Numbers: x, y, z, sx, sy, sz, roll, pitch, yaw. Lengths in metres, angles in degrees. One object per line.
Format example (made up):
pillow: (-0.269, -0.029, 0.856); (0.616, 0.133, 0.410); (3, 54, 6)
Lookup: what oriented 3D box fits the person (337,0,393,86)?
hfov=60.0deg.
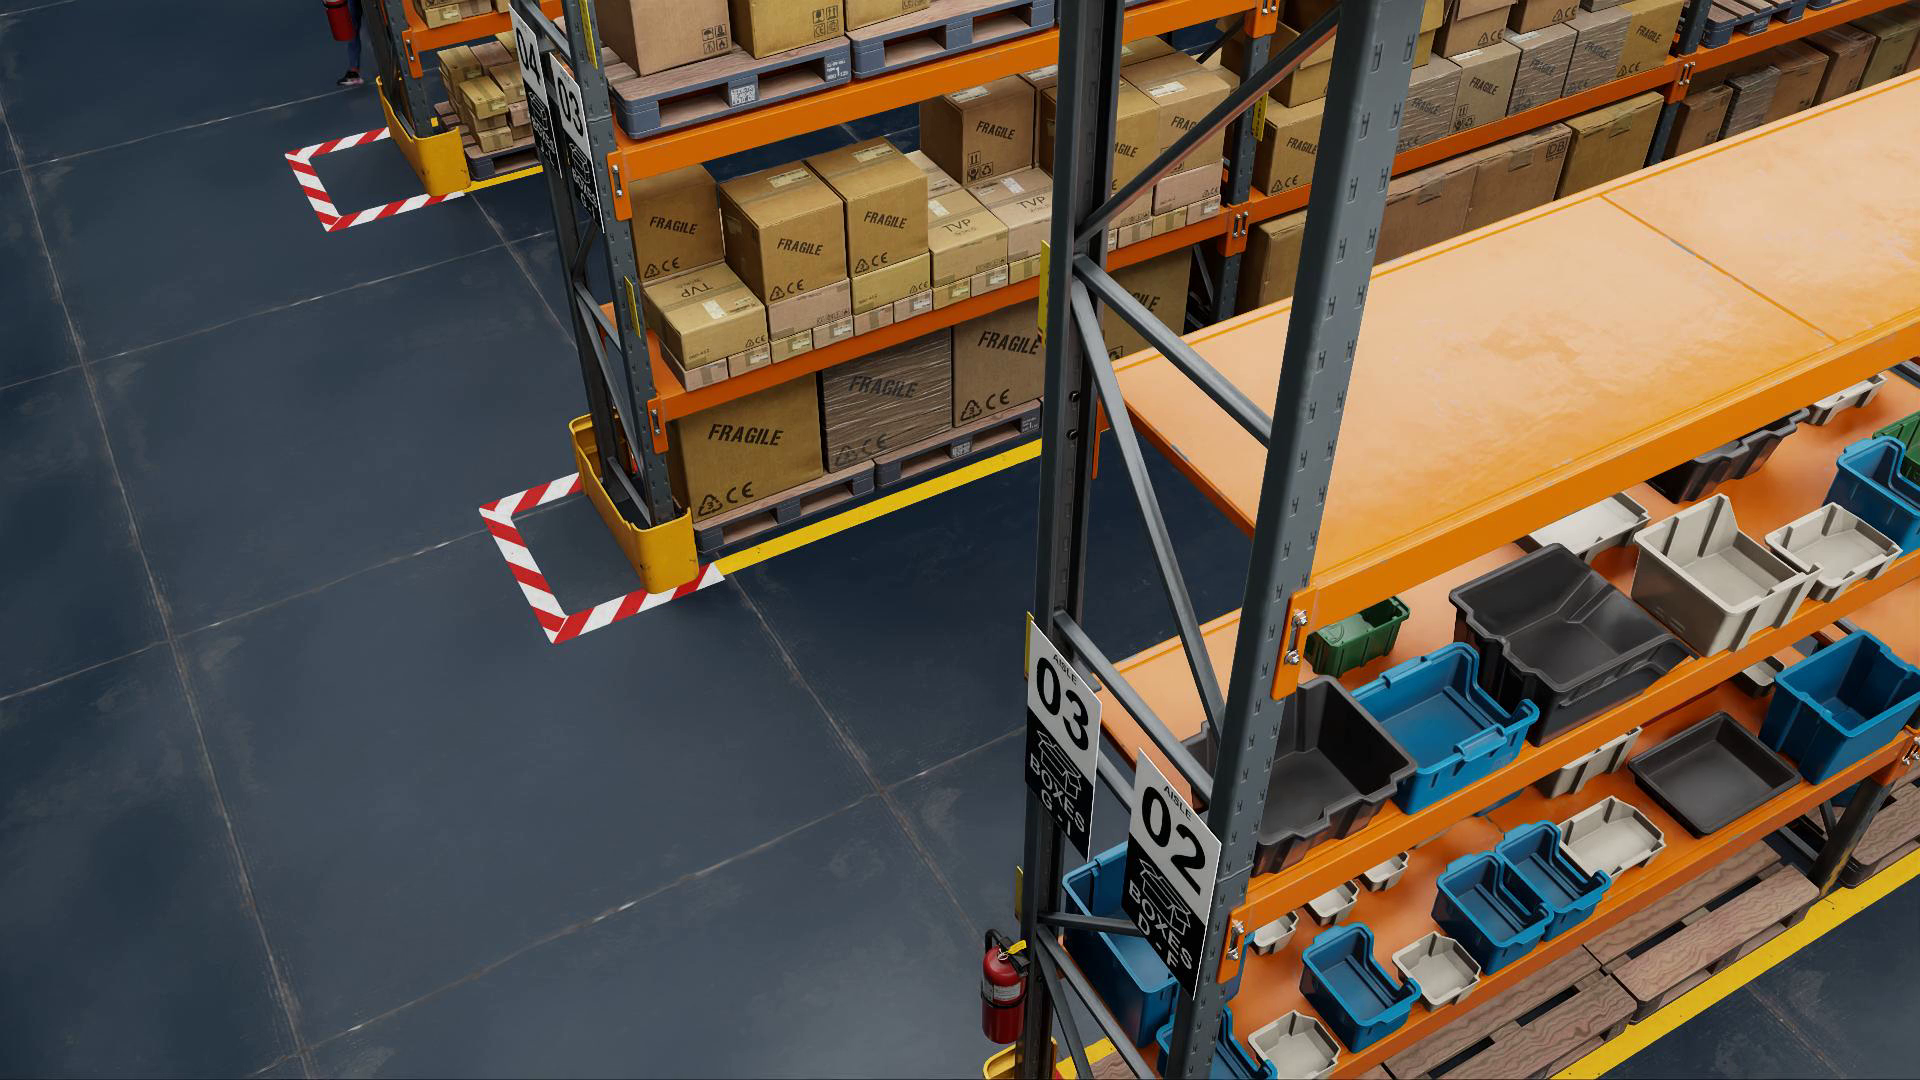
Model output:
person: (-4.937, -4.662, 13.942); (0.951, 1.586, 1.079); (15, 45, 16)
